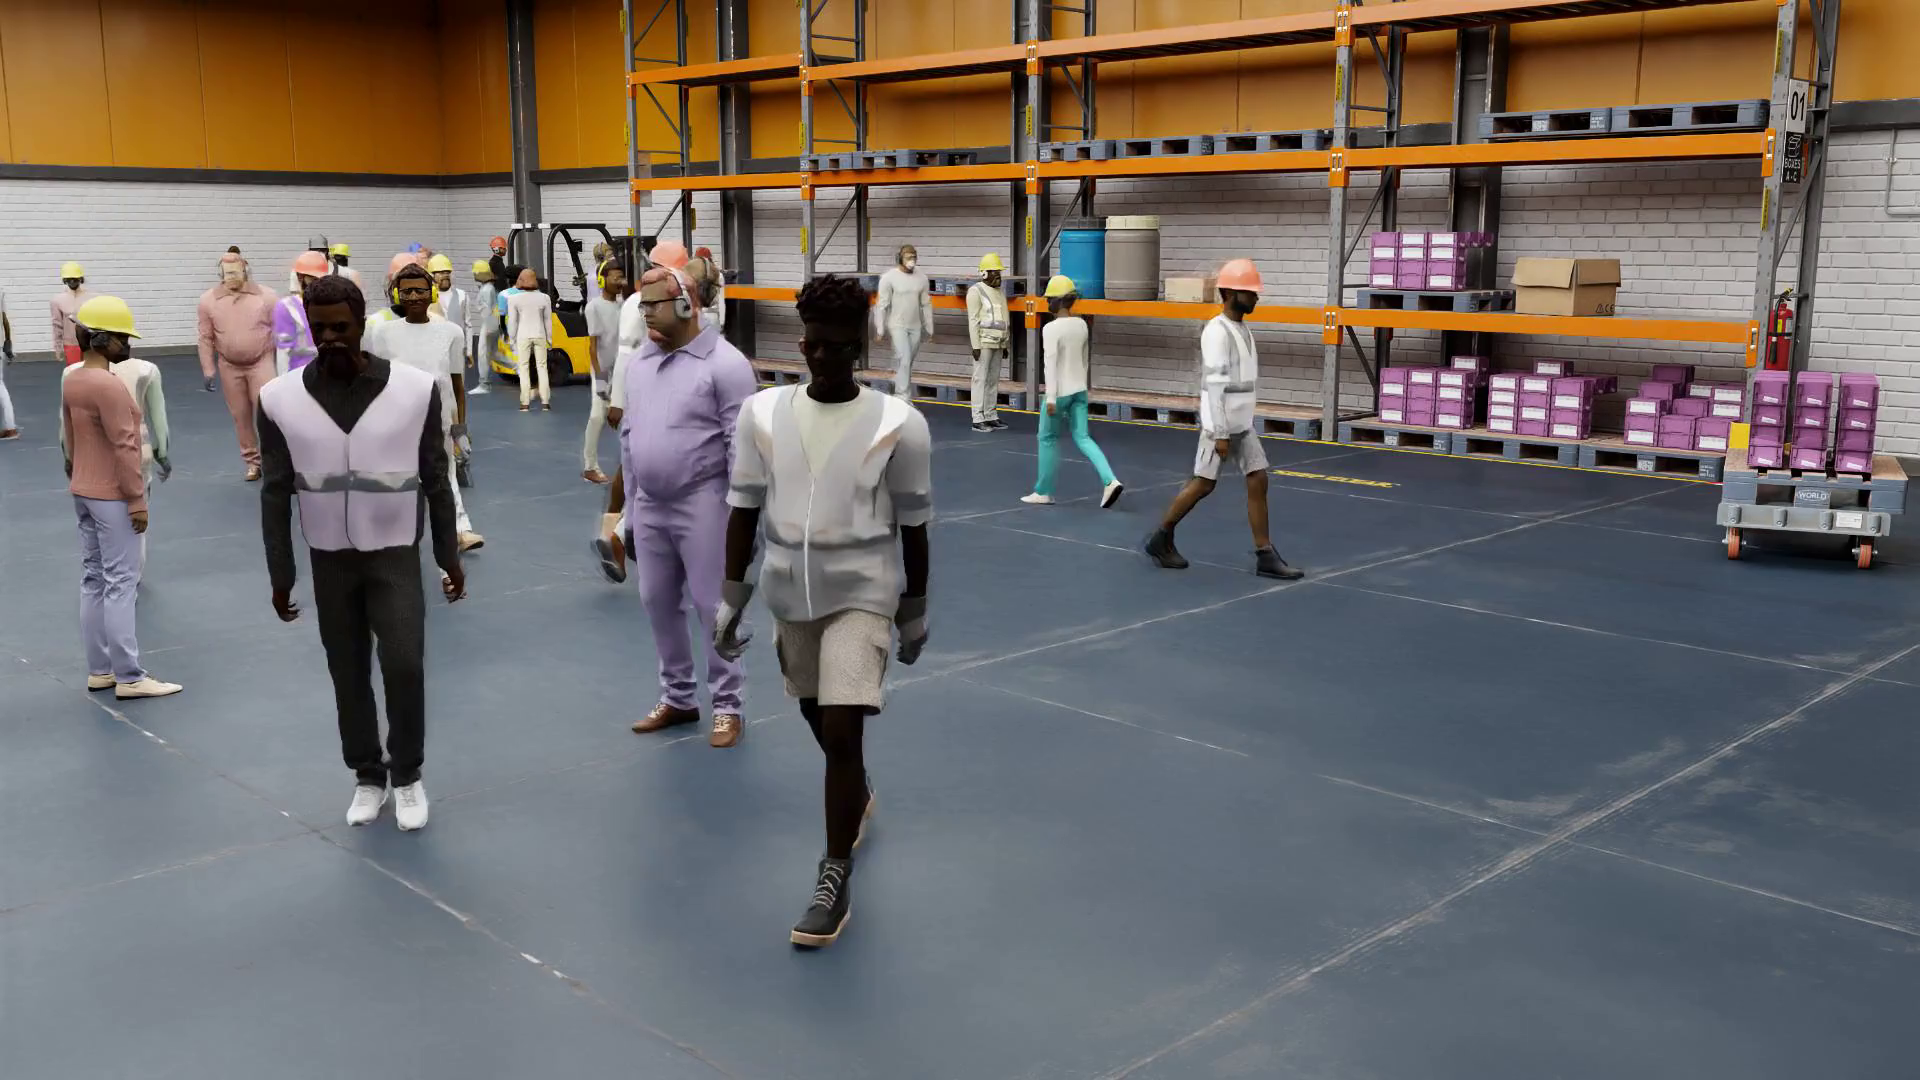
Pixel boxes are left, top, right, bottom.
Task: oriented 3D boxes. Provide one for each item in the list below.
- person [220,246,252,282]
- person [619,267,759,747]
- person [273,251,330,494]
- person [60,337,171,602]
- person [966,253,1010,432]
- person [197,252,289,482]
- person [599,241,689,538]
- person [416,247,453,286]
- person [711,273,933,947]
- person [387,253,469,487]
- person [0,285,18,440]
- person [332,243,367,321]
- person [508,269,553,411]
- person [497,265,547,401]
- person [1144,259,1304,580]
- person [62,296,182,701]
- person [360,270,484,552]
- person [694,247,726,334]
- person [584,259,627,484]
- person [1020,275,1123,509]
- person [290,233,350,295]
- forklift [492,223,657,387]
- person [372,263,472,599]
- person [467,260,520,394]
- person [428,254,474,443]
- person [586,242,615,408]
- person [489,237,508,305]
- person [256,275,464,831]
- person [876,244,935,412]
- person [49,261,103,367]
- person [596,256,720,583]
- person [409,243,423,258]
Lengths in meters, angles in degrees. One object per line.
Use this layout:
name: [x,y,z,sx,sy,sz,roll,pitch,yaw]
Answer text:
person: [-12.077,-3.989,27.828,0.504,1.847,0.345,-5,11,-25]
person: [-1.083,-0.120,6.664,0.729,1.904,0.409,6,12,31]
person: [-4.929,-1.227,12.614,0.618,1.911,0.548,7,13,35]
person: [-4.728,-0.469,9.313,0.533,1.588,0.853,-7,12,-33]
person: [0.314,-2.041,17.239,0.403,1.835,0.588,7,13,34]
person: [-5.854,-1.398,13.596,0.670,1.881,0.582,-2,11,-13]
person: [-1.918,-0.915,10.710,1.006,1.972,0.686,1,10,8]
person: [-7.155,-2.981,22.293,0.675,1.851,0.977,3,11,15]
person: [-0.383,0.148,5.085,0.619,1.924,1.002,3,11,17]
person: [-4.389,-1.360,13.408,0.974,1.878,0.541,5,11,24]
person: [-9.556,-1.871,16.254,0.399,1.860,0.573,5,11,23]
person: [-8.465,-3.113,22.881,0.604,1.910,0.418,3,11,17]
person: [-4.949,-2.300,19.216,0.540,1.636,0.326,-5,11,-25]
person: [-5.410,-2.557,20.523,0.572,1.650,0.765,-5,12,-28]
person: [1.552,-0.718,9.879,0.986,1.896,0.560,7,12,32]
person: [-3.708,-0.180,7.299,0.523,1.760,0.327,9,14,40]
person: [-3.413,-0.794,10.524,0.920,1.799,0.649,9,14,42]
person: [-3.316,-2.842,21.505,0.578,1.877,0.350,0,10,-2]
person: [-2.748,-1.328,13.377,0.966,1.818,0.542,6,12,32]
person: [0.841,-1.093,12.345,0.815,1.743,0.540,9,14,41]
person: [-7.623,-2.636,19.917,0.682,2.000,0.537,-5,12,-27]
forklift: [-5.316,-3.263,22.920,2.313,2.155,1.214,-10,14,-44]
person: [-2.979,-0.587,9.217,0.512,1.870,0.328,-4,11,-21]
person: [-5.956,-2.731,21.333,0.720,1.712,0.487,-3,11,-14]
person: [-5.011,-1.842,16.144,0.596,1.837,0.404,-7,12,-33]
person: [-4.217,-2.533,19.654,0.379,1.933,0.629,-1,10,-5]
person: [-7.598,-4.001,27.488,0.377,1.995,0.608,-2,11,-9]
person: [-2.015,0.063,5.613,0.622,1.889,0.579,-2,11,-10]
person: [-0.548,-2.345,18.680,0.658,1.909,0.811,-8,13,-36]
person: [-9.194,-2.035,17.416,0.555,1.749,0.404,-4,11,-22]
person: [-1.648,-0.647,9.457,0.829,1.906,0.682,-7,13,-35]
person: [-8.118,-3.488,24.964,0.620,1.884,1.032,-7,12,-33]
